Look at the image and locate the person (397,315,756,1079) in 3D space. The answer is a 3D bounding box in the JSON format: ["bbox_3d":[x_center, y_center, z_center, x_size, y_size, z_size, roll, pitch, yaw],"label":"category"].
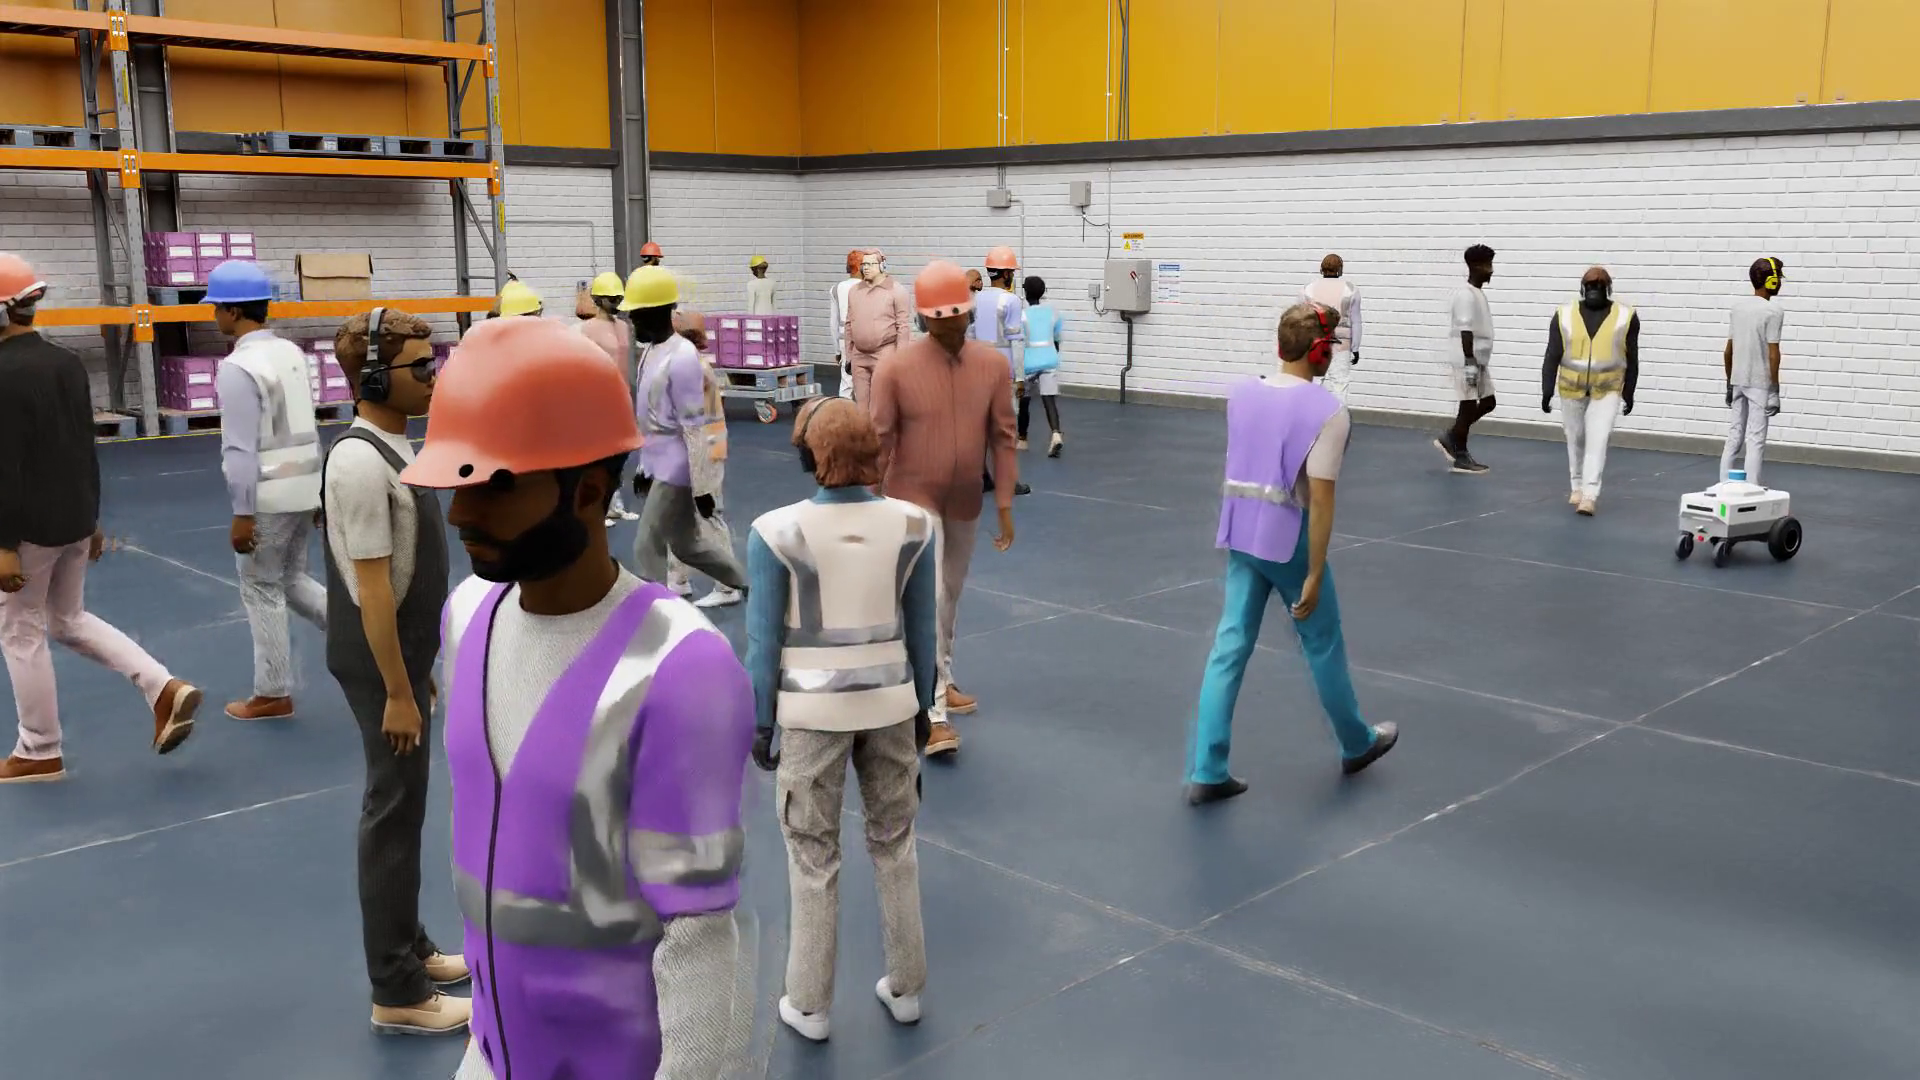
[{"bbox_3d":[-0.518,0.672,2.197,0.578,1.923,0.404,8,13,37],"label":"person"}]

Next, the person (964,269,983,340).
[{"bbox_3d":[0.137,-2.300,19.194,0.507,1.632,0.264,5,12,26],"label":"person"}]

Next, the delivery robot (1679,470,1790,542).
[{"bbox_3d":[4.839,-0.194,10.390,0.707,0.478,0.477,-7,12,-30],"label":"delivery robot"}]

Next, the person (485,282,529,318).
[{"bbox_3d":[-3.207,-0.969,11.778,0.527,1.684,0.849,-2,11,-12],"label":"person"}]

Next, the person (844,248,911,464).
[{"bbox_3d":[-0.763,-1.626,14.781,0.641,1.908,0.407,5,12,26],"label":"person"}]

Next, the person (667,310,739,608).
[{"bbox_3d":[-1.470,-0.425,8.989,0.554,1.619,0.531,-3,11,-15],"label":"person"}]

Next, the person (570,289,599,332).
[{"bbox_3d":[-2.757,-1.116,12.809,0.513,1.606,0.735,8,13,36],"label":"person"}]

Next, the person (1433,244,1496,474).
[{"bbox_3d":[4.345,-1.534,14.139,0.452,1.947,0.612,6,12,31],"label":"person"}]

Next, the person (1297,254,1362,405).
[{"bbox_3d":[3.641,-1.895,16.423,0.634,1.842,0.429,3,11,18],"label":"person"}]

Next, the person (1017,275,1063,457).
[{"bbox_3d":[0.724,-1.604,15.315,0.528,1.666,0.837,-3,11,-16],"label":"person"}]

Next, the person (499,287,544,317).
[{"bbox_3d":[-2.482,-0.581,9.573,0.516,1.713,0.884,5,12,27],"label":"person"}]

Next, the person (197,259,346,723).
[{"bbox_3d":[-2.776,-0.191,6.884,0.613,1.930,0.617,0,10,1],"label":"person"}]

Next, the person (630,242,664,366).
[{"bbox_3d":[-3.834,-2.722,20.676,0.547,1.934,0.376,3,11,18],"label":"person"}]

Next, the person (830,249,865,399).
[{"bbox_3d":[-0.970,-1.828,15.936,0.574,1.887,0.356,6,12,30],"label":"person"}]

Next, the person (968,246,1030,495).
[{"bbox_3d":[0.313,-1.316,13.000,0.356,1.937,0.552,-10,14,-44],"label":"person"}]

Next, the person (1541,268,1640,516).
[{"bbox_3d":[4.612,-1.095,12.219,0.646,1.789,0.977,5,12,27],"label":"person"}]

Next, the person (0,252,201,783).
[{"bbox_3d":[-3.278,-0.062,6.074,0.704,1.971,0.615,0,10,1],"label":"person"}]

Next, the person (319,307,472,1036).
[{"bbox_3d":[-1.426,0.335,4.250,0.345,1.846,0.507,-3,11,-15],"label":"person"}]

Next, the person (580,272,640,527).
[{"bbox_3d":[-2.445,-0.983,11.655,0.325,1.767,0.533,4,11,22],"label":"person"}]

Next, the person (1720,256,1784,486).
[{"bbox_3d":[5.703,-1.089,11.948,0.332,1.872,0.514,-3,11,-15],"label":"person"}]

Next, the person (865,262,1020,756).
[{"bbox_3d":[-0.083,-0.142,6.688,0.647,1.918,0.905,-6,12,-28],"label":"person"}]

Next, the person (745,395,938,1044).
[{"bbox_3d":[-0.286,0.453,4.203,0.510,1.627,0.321,-5,11,-25],"label":"person"}]

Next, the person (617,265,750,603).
[{"bbox_3d":[-1.277,-0.349,7.865,0.849,1.890,0.602,-3,11,-17],"label":"person"}]

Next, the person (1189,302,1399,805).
[{"bbox_3d":[1.218,0.040,6.036,1.003,1.781,0.570,-8,13,-38],"label":"person"}]

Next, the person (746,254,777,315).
[{"bbox_3d":[-2.646,-2.903,22.127,0.311,1.768,0.524,9,13,39],"label":"person"}]
